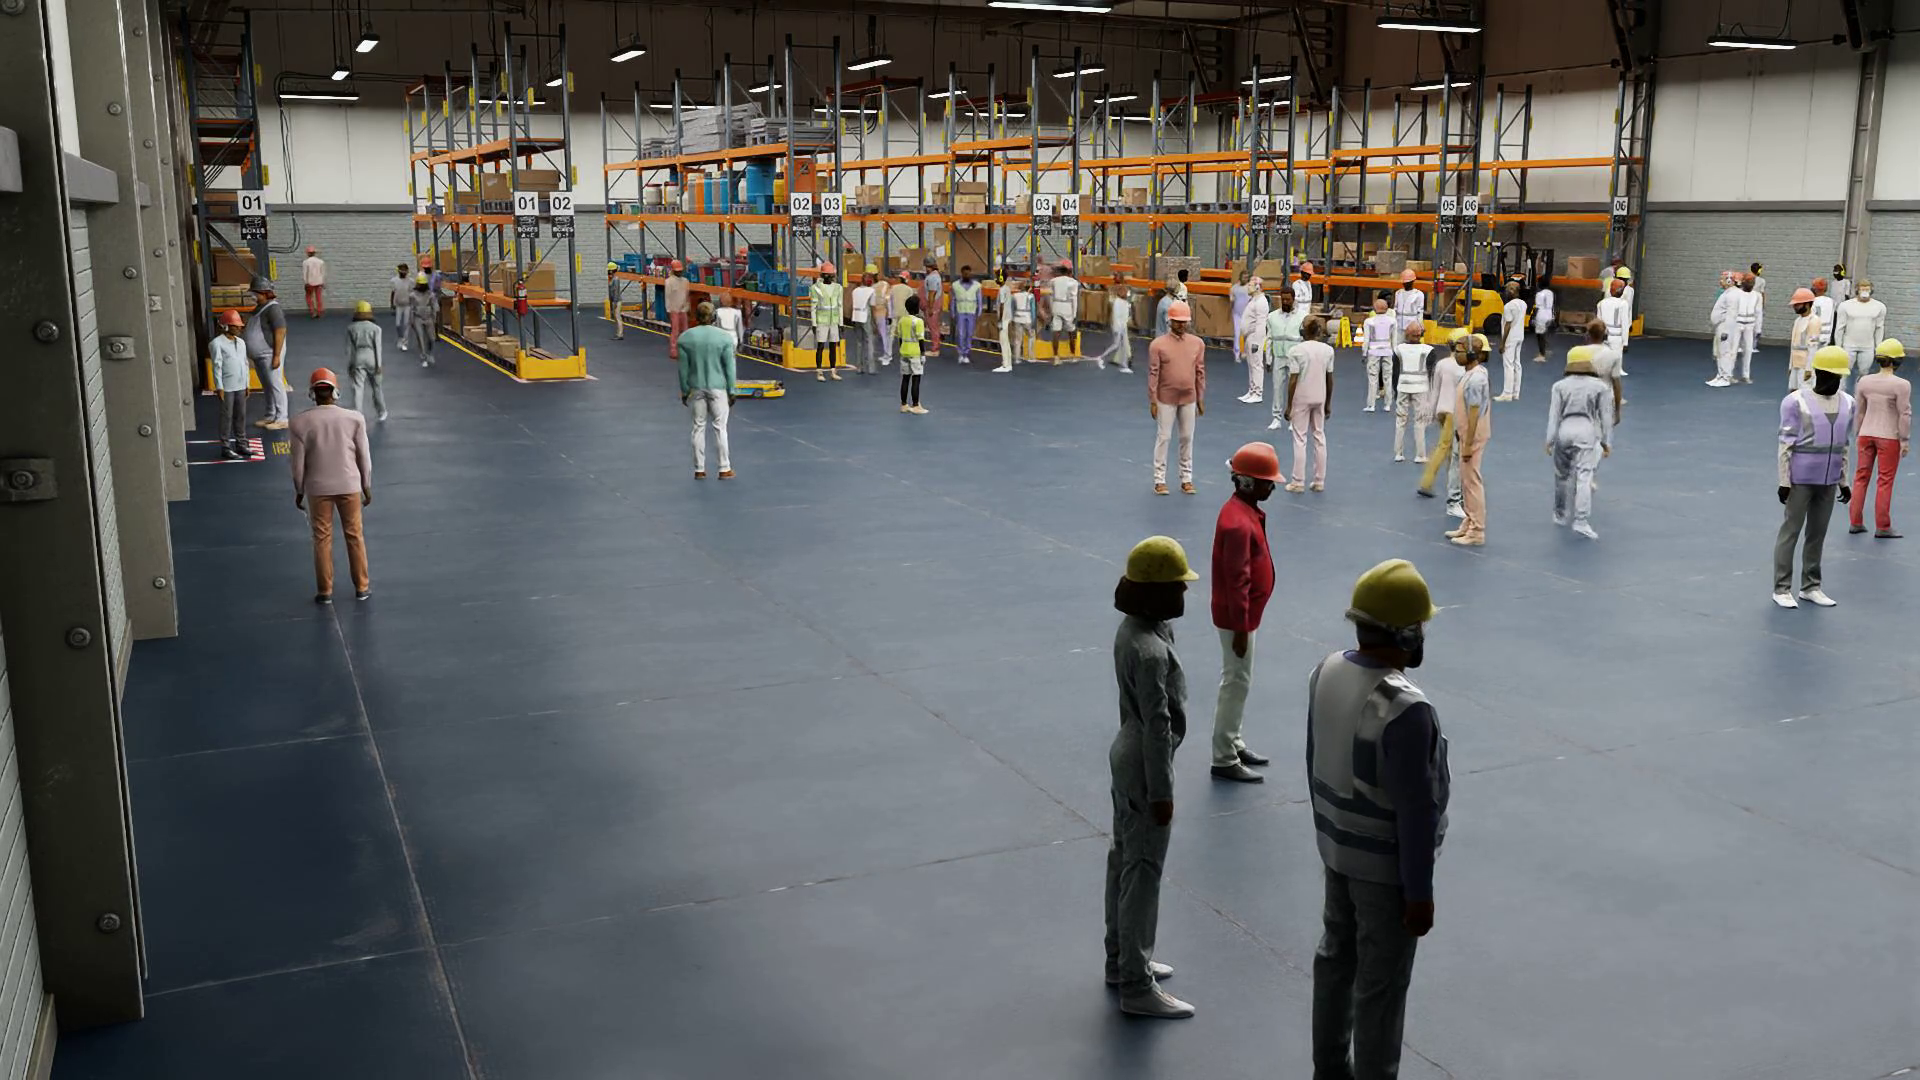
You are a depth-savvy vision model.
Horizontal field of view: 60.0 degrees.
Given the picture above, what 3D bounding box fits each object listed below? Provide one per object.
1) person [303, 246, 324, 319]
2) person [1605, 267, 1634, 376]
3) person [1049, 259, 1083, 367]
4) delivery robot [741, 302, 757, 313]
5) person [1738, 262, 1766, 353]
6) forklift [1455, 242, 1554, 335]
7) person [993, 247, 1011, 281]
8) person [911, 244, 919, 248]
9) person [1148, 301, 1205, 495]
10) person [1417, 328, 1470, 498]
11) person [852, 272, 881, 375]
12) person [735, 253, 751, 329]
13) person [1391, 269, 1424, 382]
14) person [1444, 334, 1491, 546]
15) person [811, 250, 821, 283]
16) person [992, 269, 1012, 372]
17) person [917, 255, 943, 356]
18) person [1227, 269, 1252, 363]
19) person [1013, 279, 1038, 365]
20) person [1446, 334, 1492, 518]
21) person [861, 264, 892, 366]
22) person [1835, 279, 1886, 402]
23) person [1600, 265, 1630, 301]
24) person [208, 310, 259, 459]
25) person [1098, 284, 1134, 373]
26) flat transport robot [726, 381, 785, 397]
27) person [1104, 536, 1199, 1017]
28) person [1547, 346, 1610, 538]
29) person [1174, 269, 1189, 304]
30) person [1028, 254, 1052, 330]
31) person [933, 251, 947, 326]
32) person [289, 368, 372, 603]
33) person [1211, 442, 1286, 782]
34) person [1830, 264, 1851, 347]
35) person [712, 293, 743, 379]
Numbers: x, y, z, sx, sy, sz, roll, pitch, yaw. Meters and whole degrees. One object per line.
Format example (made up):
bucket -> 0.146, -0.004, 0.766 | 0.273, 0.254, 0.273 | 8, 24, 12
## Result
person -> -17.654, -7.015, 45.374 | 0.624, 1.963, 0.660 | -10, 15, -42
person -> 11.675, -3.862, 29.447 | 0.596, 1.924, 0.372 | -4, 12, -19
person -> 2.000, -4.300, 31.464 | 0.636, 1.997, 0.974 | 6, 13, 28
delivery robot -> -5.961, -6.551, 46.372 | 0.477, 0.478, 0.707 | -9, 14, -37
person -> 16.392, -4.807, 34.445 | 0.328, 1.861, 0.503 | -10, 15, -40
forklift -> 13.047, -6.049, 39.881 | 2.313, 2.155, 1.214 | -5, 12, -23
person -> 1.150, -7.754, 49.409 | 0.653, 1.854, 1.013 | -3, 12, -17
person -> -1.410, -8.244, 51.768 | 0.422, 1.900, 0.627 | 3, 12, 15
person -> 2.221, -1.444, 17.028 | 0.607, 1.986, 0.399 | -3, 12, -15
person -> 5.009, -1.293, 16.928 | 0.905, 1.722, 0.529 | -5, 12, -23
person -> -1.697, -3.850, 29.649 | 0.457, 1.827, 0.581 | -11, 15, -43
person -> -5.398, -6.079, 40.778 | 0.644, 1.903, 0.399 | -8, 14, -37
person -> 7.541, -3.602, 28.117 | 0.543, 1.932, 0.370 | 11, 15, 44
person -> 4.430, -0.868, 14.478 | 0.344, 1.836, 0.502 | 2, 11, 9
person -> -4.491, -8.157, 51.749 | 0.349, 1.743, 0.563 | 2, 11, 11
person -> 0.775, -3.987, 30.273 | 0.328, 1.861, 0.503 | 2, 11, 10
person -> -0.606, -4.736, 33.600 | 0.536, 2.000, 0.683 | 0, 11, 2
person -> 5.430, -4.328, 32.093 | 0.549, 1.821, 0.636 | 1, 11, 6
person -> 1.249, -4.148, 31.669 | 0.554, 1.620, 0.536 | 7, 13, 33
person -> 4.875, -1.091, 15.837 | 0.493, 1.742, 0.301 | -10, 15, -41
person -> -1.596, -4.256, 31.494 | 0.592, 1.914, 0.424 | 2, 11, 10
person -> 12.814, -2.740, 23.719 | 0.628, 1.939, 0.375 | 3, 12, 16
person -> 13.651, -4.800, 34.538 | 0.584, 1.792, 0.926 | -1, 11, -5
person -> -8.554, -1.830, 19.593 | 0.350, 1.743, 0.564 | 3, 12, 16
person -> 2.835, -3.826, 30.039 | 0.604, 1.614, 0.513 | 8, 14, 36
flat transport robot -> -3.478, -2.383, 26.147 | 1.431, 0.197, 0.652 | -1, 11, -3
person -> 0.695, 0.841, 6.015 | 0.297, 1.744, 0.487 | -1, 11, -5
person -> 5.597, -0.899, 15.045 | 0.526, 1.672, 0.971 | 4, 12, 21
person -> 4.706, -4.928, 35.482 | 0.325, 1.685, 0.539 | -2, 11, -11
person -> 2.030, -6.128, 41.141 | 0.658, 1.871, 0.832 | -6, 13, -29
person -> -0.523, -6.467, 42.389 | 0.376, 2.041, 0.615 | -1, 11, -7
person -> -4.653, -0.403, 12.334 | 0.563, 1.743, 0.337 | -5, 12, -22
person -> 1.453, 0.365, 8.452 | 0.354, 1.738, 0.573 | 2, 11, 12
person -> 17.449, -4.539, 33.068 | 0.321, 1.862, 0.510 | -2, 11, -12
person -> -3.782, -3.188, 26.864 | 0.533, 1.588, 0.853 | -4, 12, -18
